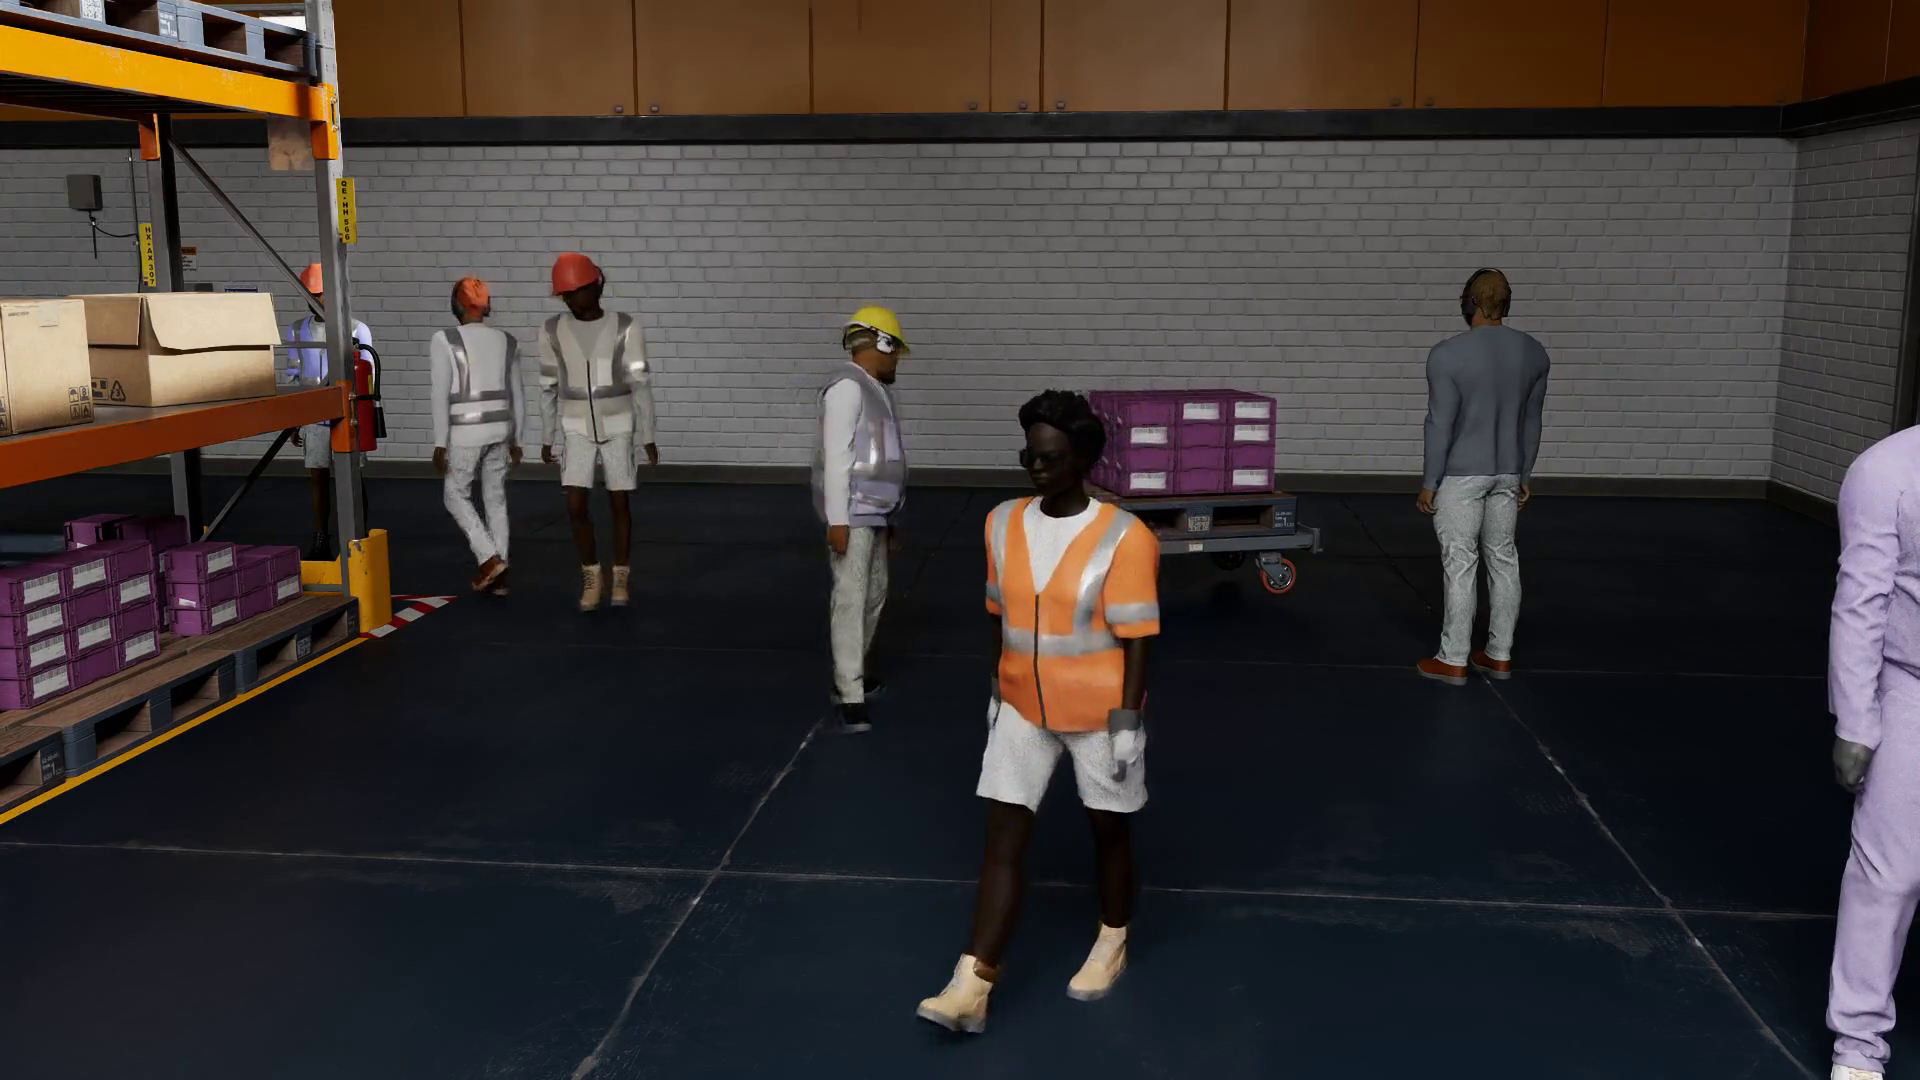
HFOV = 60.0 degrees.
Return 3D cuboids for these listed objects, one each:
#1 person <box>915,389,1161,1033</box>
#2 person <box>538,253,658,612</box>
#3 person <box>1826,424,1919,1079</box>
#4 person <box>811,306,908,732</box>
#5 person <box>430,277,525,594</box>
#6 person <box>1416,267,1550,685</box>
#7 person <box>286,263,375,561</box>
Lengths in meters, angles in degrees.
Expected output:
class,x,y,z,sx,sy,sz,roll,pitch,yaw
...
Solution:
class,x,y,z,sx,sy,sz,roll,pitch,yaw
person,0.215,0.457,4.257,0.553,1.654,0.819,6,12,33
person,-2.019,-0.585,9.292,0.707,2.001,0.676,0,10,-2
person,2.309,0.423,3.776,0.638,1.909,0.408,1,10,3
person,-0.424,-0.098,7.145,0.406,1.781,0.660,2,10,12
person,-2.800,-0.589,9.701,0.465,1.867,0.626,9,14,43
person,2.416,-0.290,7.765,0.629,1.940,0.372,-4,11,-20
person,-3.998,-0.779,10.567,0.550,1.935,0.376,0,10,1
